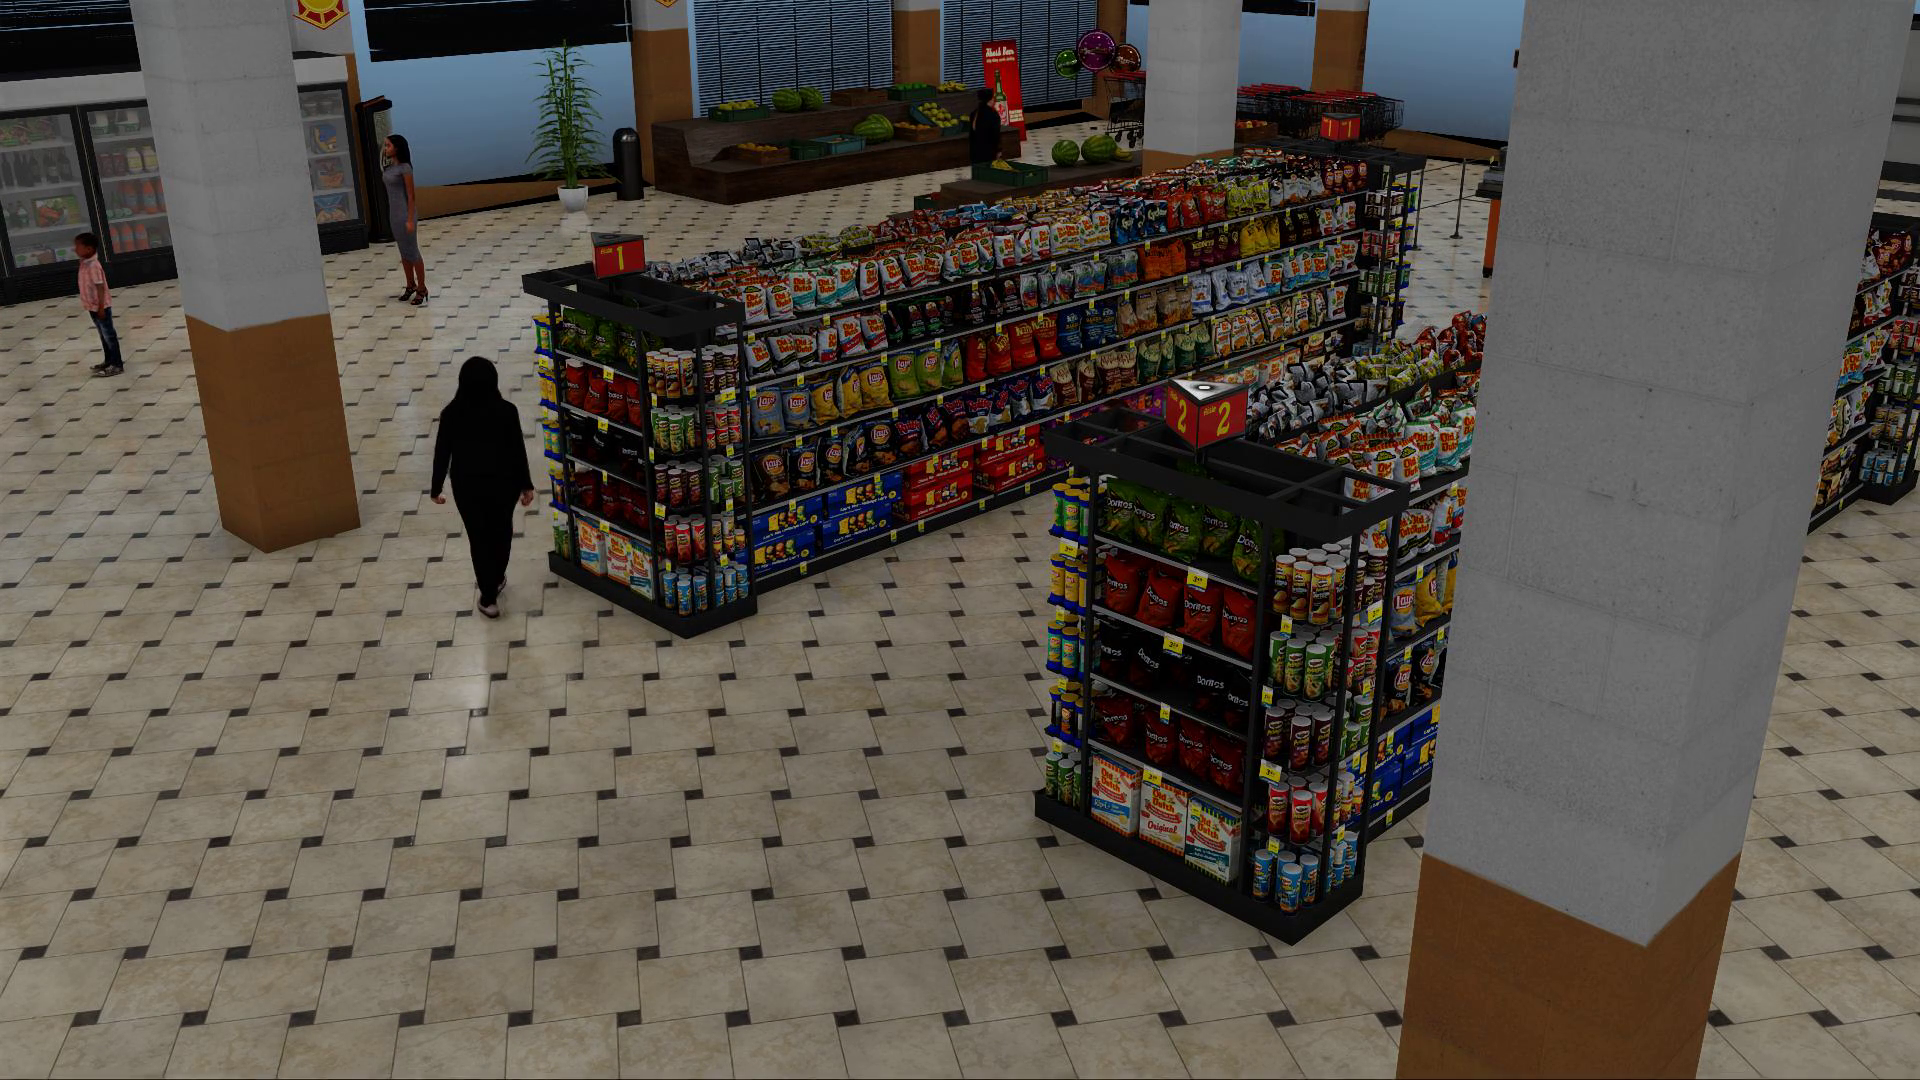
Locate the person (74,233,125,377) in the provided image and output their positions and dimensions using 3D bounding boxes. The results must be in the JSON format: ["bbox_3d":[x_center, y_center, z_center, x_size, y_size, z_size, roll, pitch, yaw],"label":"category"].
[{"bbox_3d":[-7.889,-2.170,15.248,0.505,1.308,0.522,-17,27,-35],"label":"person"}]

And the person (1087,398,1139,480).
[{"bbox_3d":[0.981,-0.153,10.020,0.961,1.461,0.607,-19,29,-39],"label":"person"}]

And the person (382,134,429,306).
[{"bbox_3d":[-5.909,-3.410,17.697,0.505,1.781,0.582,-20,29,-40],"label":"person"}]

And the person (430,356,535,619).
[{"bbox_3d":[-2.887,-0.293,10.206,0.938,1.583,1.012,-9,24,-21],"label":"person"}]

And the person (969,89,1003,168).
[{"bbox_3d":[0.280,-5.134,22.156,0.929,1.656,0.731,-18,28,-38],"label":"person"}]
